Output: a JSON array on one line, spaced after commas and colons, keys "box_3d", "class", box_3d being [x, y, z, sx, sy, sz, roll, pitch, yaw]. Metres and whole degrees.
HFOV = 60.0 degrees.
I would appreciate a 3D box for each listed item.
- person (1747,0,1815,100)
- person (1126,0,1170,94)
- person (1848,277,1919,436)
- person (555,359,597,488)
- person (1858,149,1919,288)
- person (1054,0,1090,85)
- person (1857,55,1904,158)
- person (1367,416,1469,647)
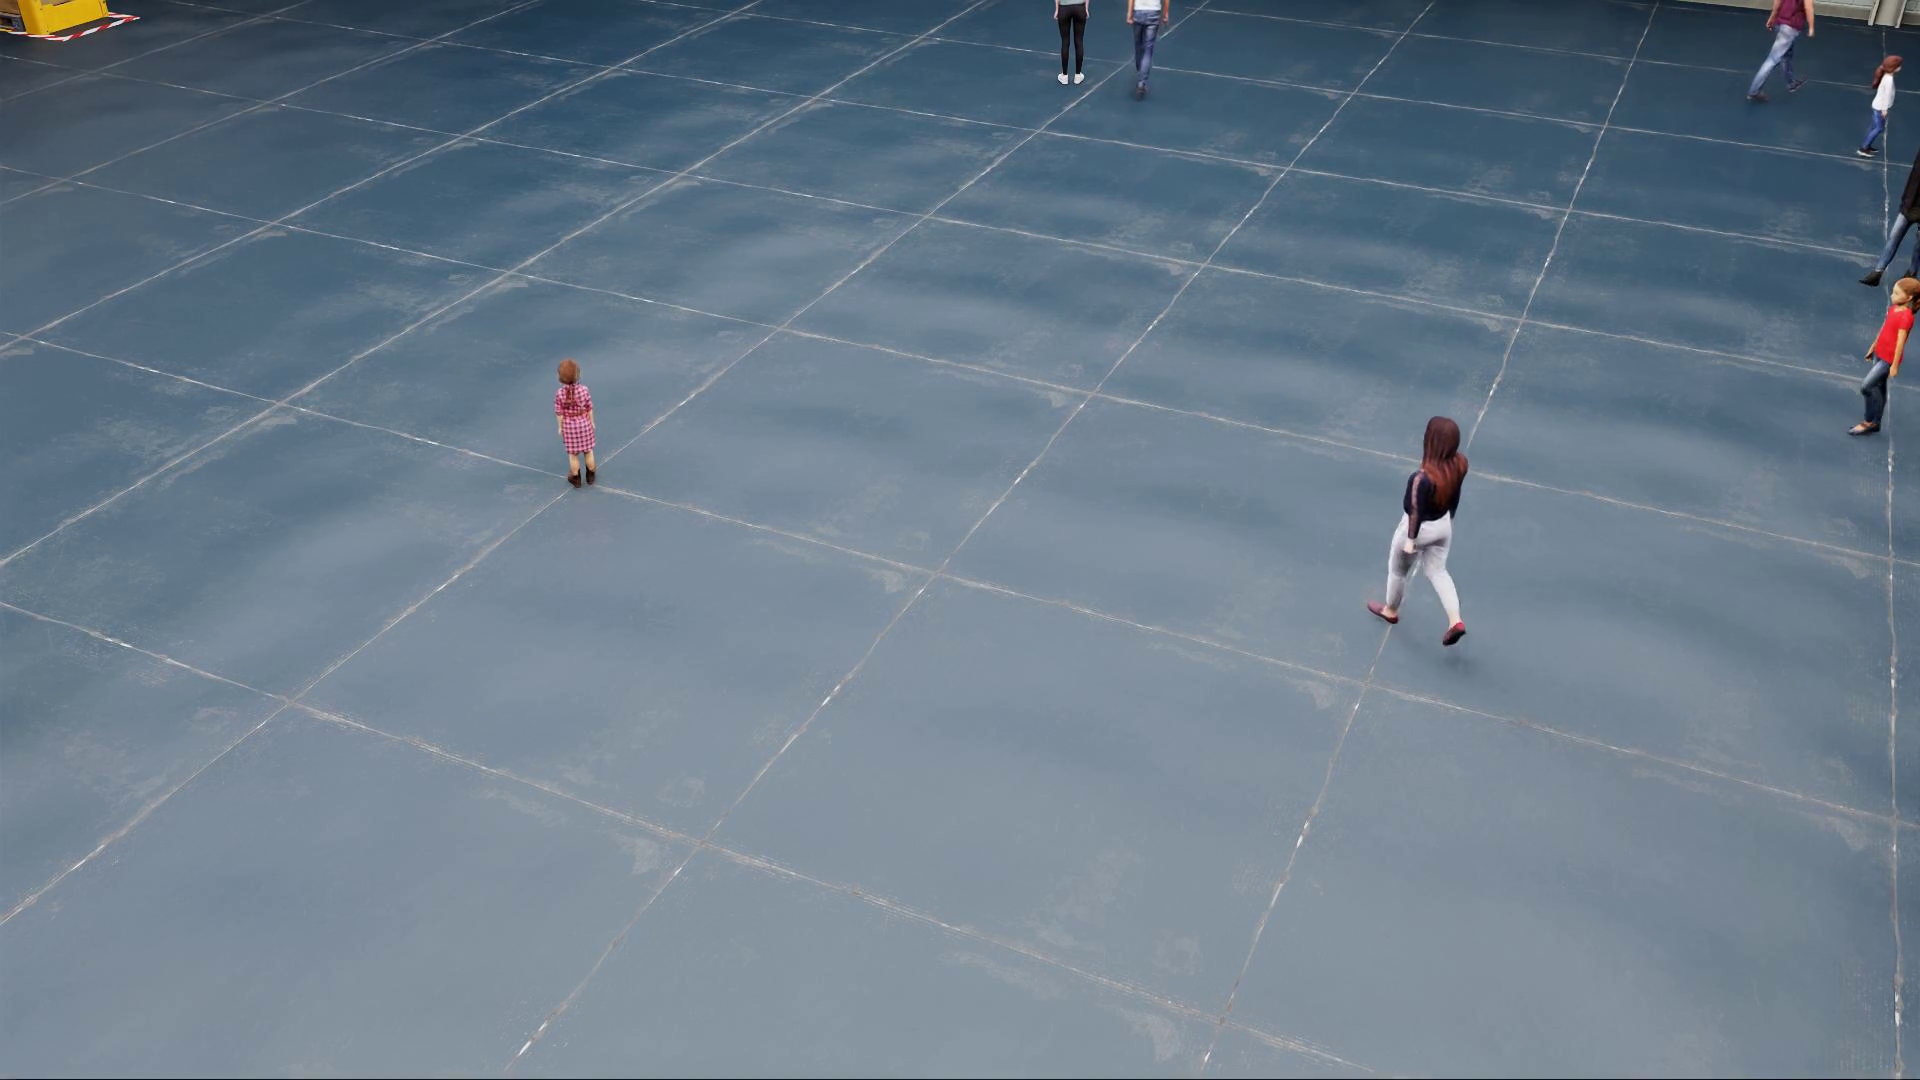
[{"box_3d": [9.883, -6.180, 19.994, 1.228, 1.805, 1.092, -6, 33, -10], "class": "person"}, {"box_3d": [2.274, -6.358, 20.262, 1.179, 1.819, 0.887, 6, 33, 10], "class": "person"}, {"box_3d": [7.261, -1.406, 12.900, 0.576, 1.300, 0.564, 6, 33, 9], "class": "person"}, {"box_3d": [-2.850, -0.870, 12.311, 0.502, 1.021, 0.555, -14, 35, -21], "class": "person"}, {"box_3d": [8.879, -3.076, 15.255, 1.005, 1.611, 0.985, -16, 36, -24], "class": "person"}, {"box_3d": [1.386, -6.561, 20.657, 0.595, 1.742, 0.718, 0, 32, 0], "class": "person"}, {"box_3d": [10.251, -4.845, 18.530, 0.505, 1.109, 0.481, 9, 33, 14], "class": "person"}, {"box_3d": [2.973, -0.037, 10.460, 0.940, 1.587, 1.083, -19, 37, -27], "class": "person"}]
